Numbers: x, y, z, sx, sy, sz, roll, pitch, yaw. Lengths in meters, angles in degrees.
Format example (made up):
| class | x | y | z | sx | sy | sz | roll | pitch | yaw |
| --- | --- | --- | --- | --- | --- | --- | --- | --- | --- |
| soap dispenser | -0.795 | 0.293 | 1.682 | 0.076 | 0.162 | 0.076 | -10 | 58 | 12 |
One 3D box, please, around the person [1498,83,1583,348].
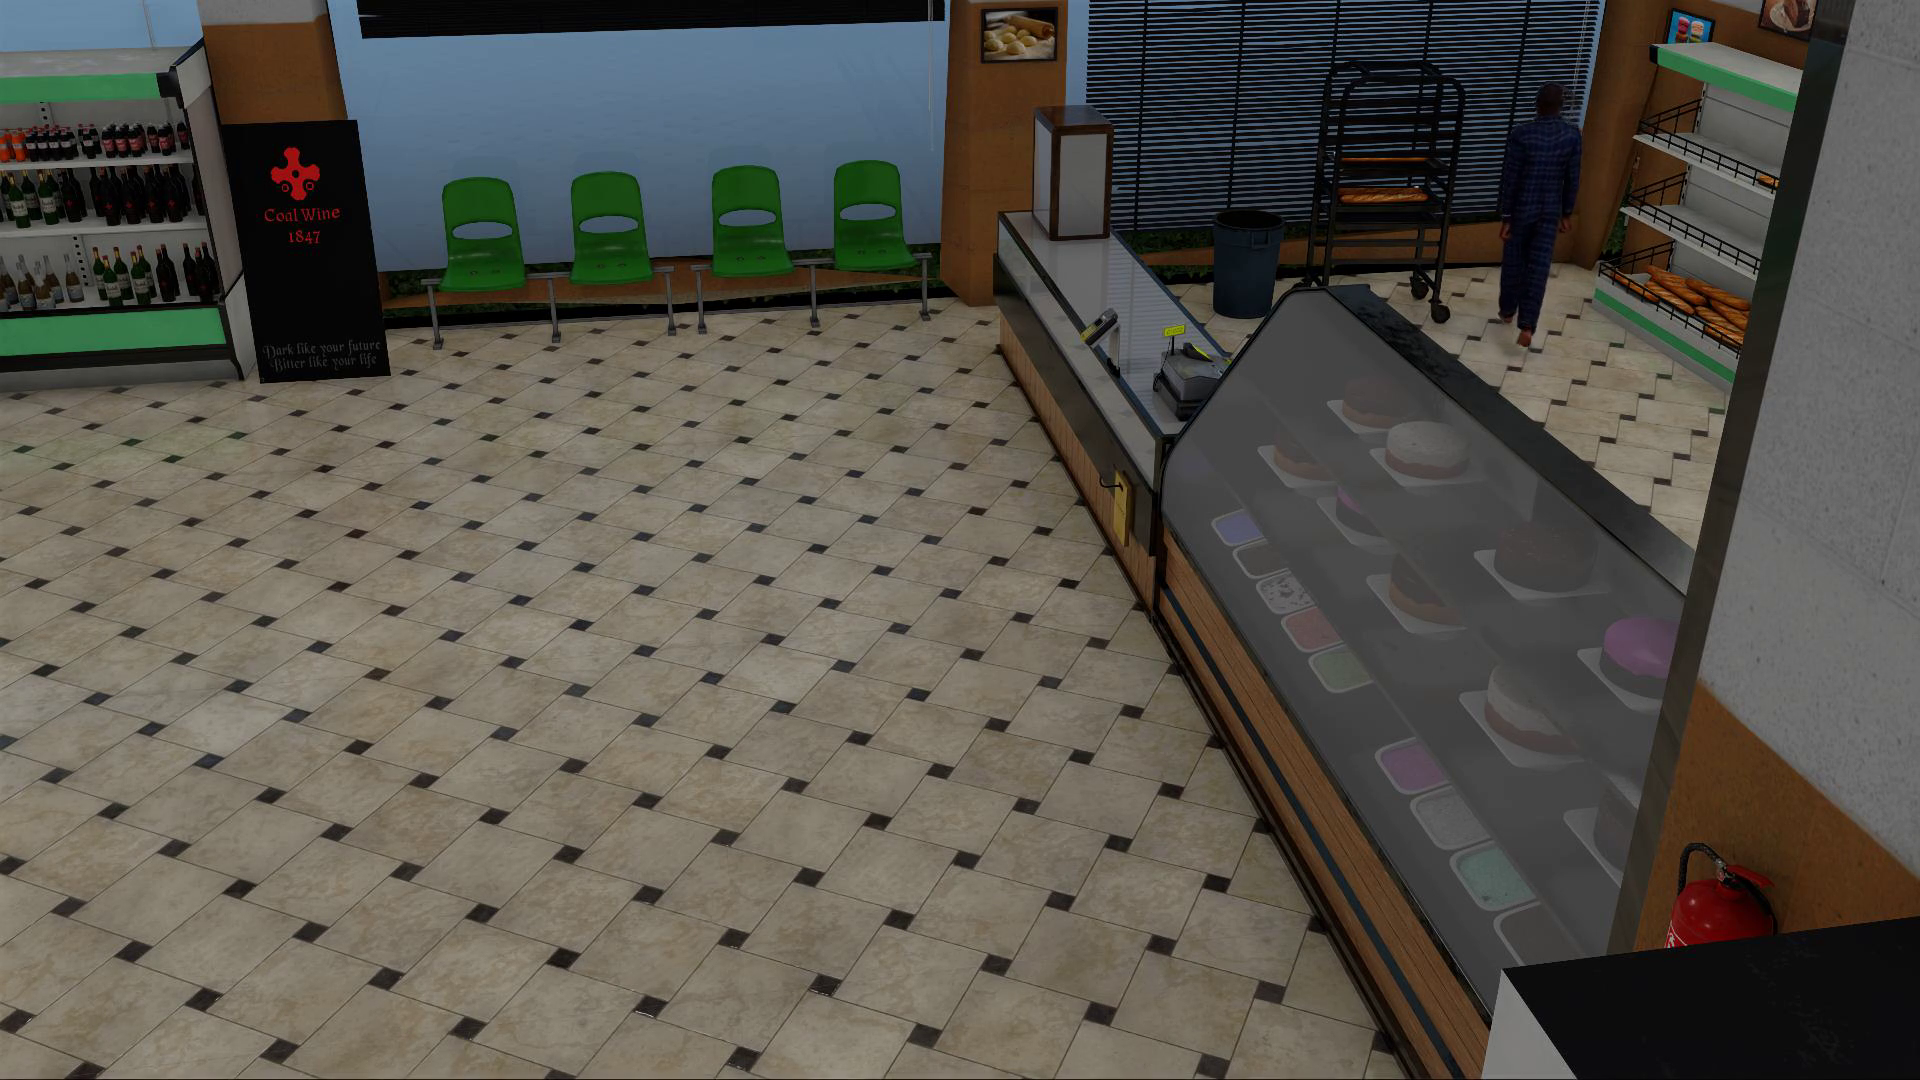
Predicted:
| class | x | y | z | sx | sy | sz | roll | pitch | yaw |
| --- | --- | --- | --- | --- | --- | --- | --- | --- | --- |
| person | 3.999 | -2.215 | 11.549 | 1.220 | 1.777 | 1.037 | 5 | 27 | 10 |
